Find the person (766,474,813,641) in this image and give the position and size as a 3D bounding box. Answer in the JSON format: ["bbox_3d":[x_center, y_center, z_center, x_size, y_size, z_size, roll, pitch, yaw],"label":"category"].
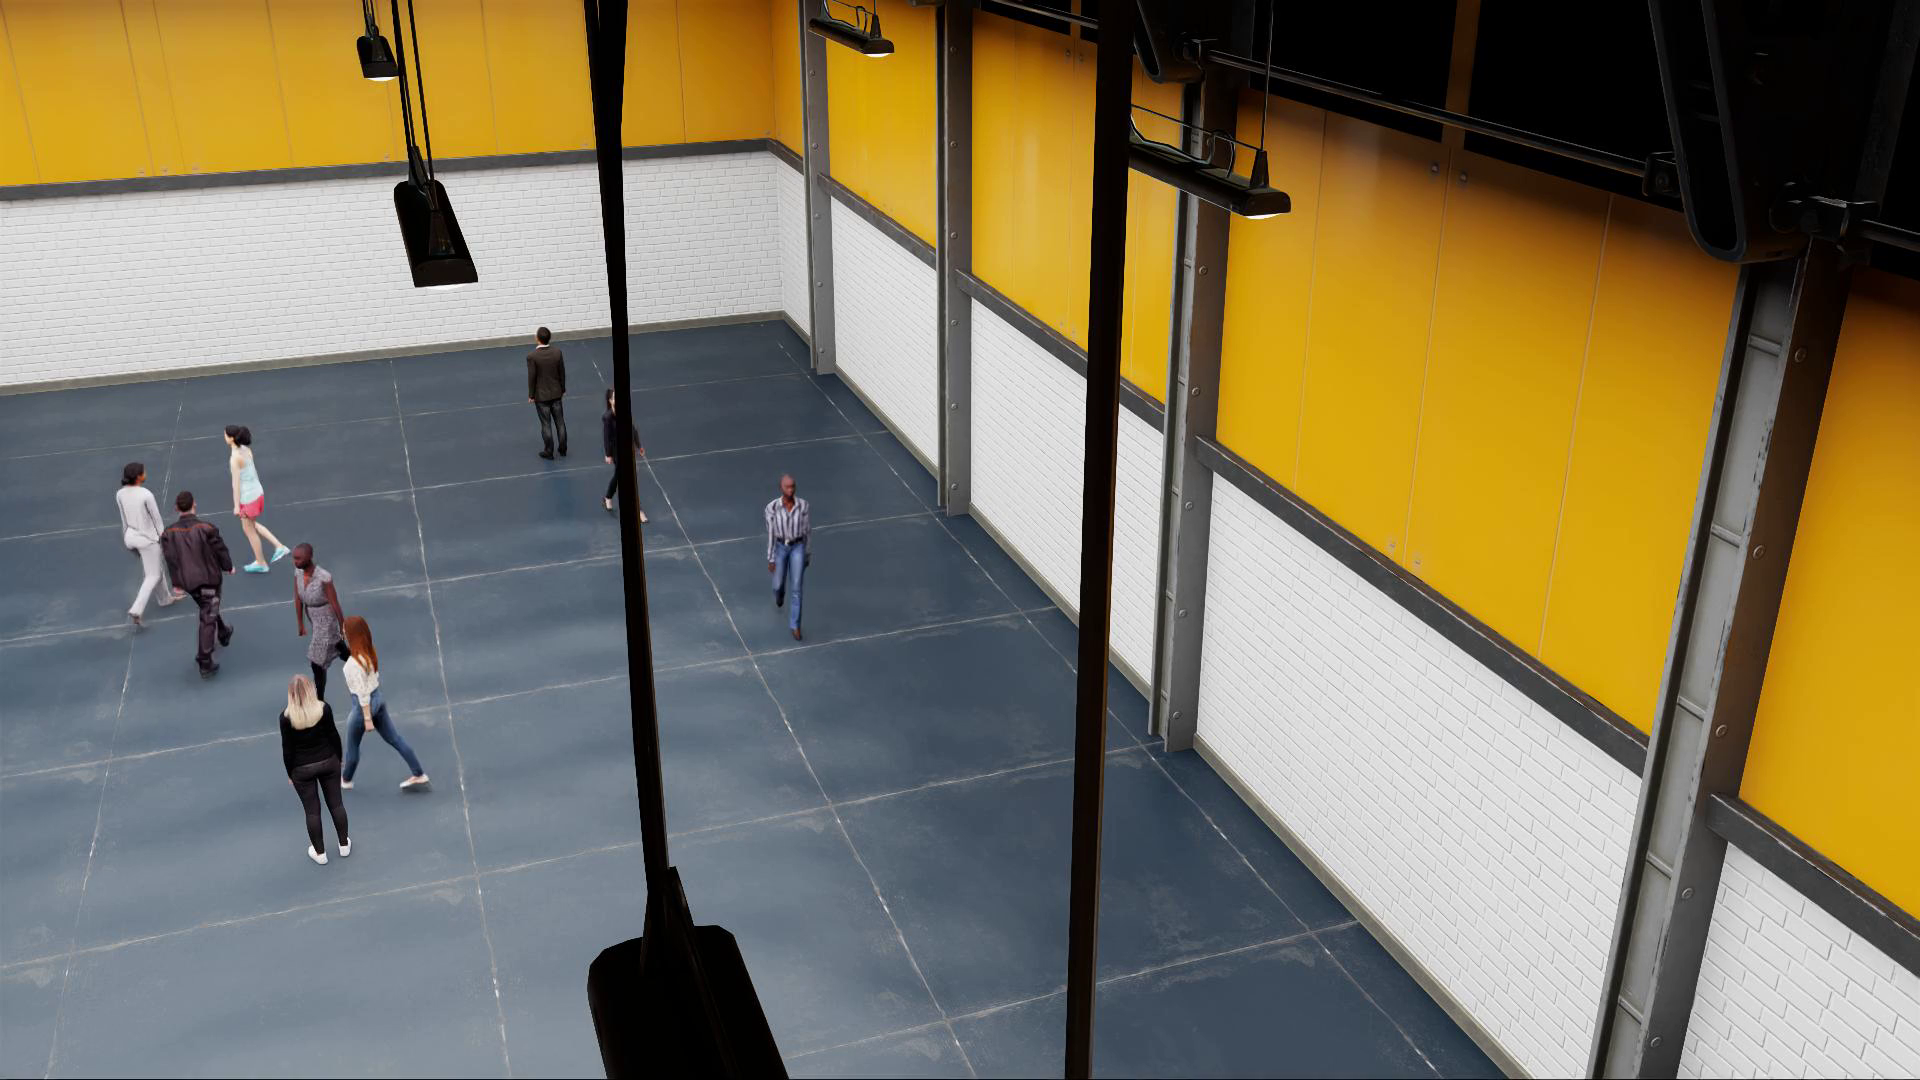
[{"bbox_3d":[-1.805,0.137,17.301,0.683,1.775,0.941,-6,24,-14],"label":"person"}]

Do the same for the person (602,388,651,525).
[{"bbox_3d":[-4.146,-1.030,20.102,1.110,1.671,0.996,14,27,29],"label":"person"}]

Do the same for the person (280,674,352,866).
[{"bbox_3d":[-5.229,1.853,13.488,0.656,1.686,0.602,-14,27,-30],"label":"person"}]

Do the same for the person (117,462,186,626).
[{"bbox_3d":[-8.676,0.062,17.566,1.104,1.702,1.210,7,25,15],"label":"person"}]

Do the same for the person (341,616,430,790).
[{"bbox_3d":[-5.034,1.455,14.403,0.962,1.682,1.163,1,24,2],"label":"person"}]

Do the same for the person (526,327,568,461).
[{"bbox_3d":[-5.465,-1.961,22.065,0.741,1.805,0.664,-18,29,-35],"label":"person"}]

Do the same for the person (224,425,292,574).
[{"bbox_3d":[-7.893,-0.452,18.678,0.823,1.753,0.788,-1,24,-3],"label":"person"}]

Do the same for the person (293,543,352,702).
[{"bbox_3d":[-5.978,0.812,15.800,1.129,1.741,1.176,10,26,22],"label":"person"}]

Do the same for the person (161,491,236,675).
[{"bbox_3d":[-7.573,0.448,16.554,0.992,1.804,1.323,0,24,-1],"label":"person"}]
